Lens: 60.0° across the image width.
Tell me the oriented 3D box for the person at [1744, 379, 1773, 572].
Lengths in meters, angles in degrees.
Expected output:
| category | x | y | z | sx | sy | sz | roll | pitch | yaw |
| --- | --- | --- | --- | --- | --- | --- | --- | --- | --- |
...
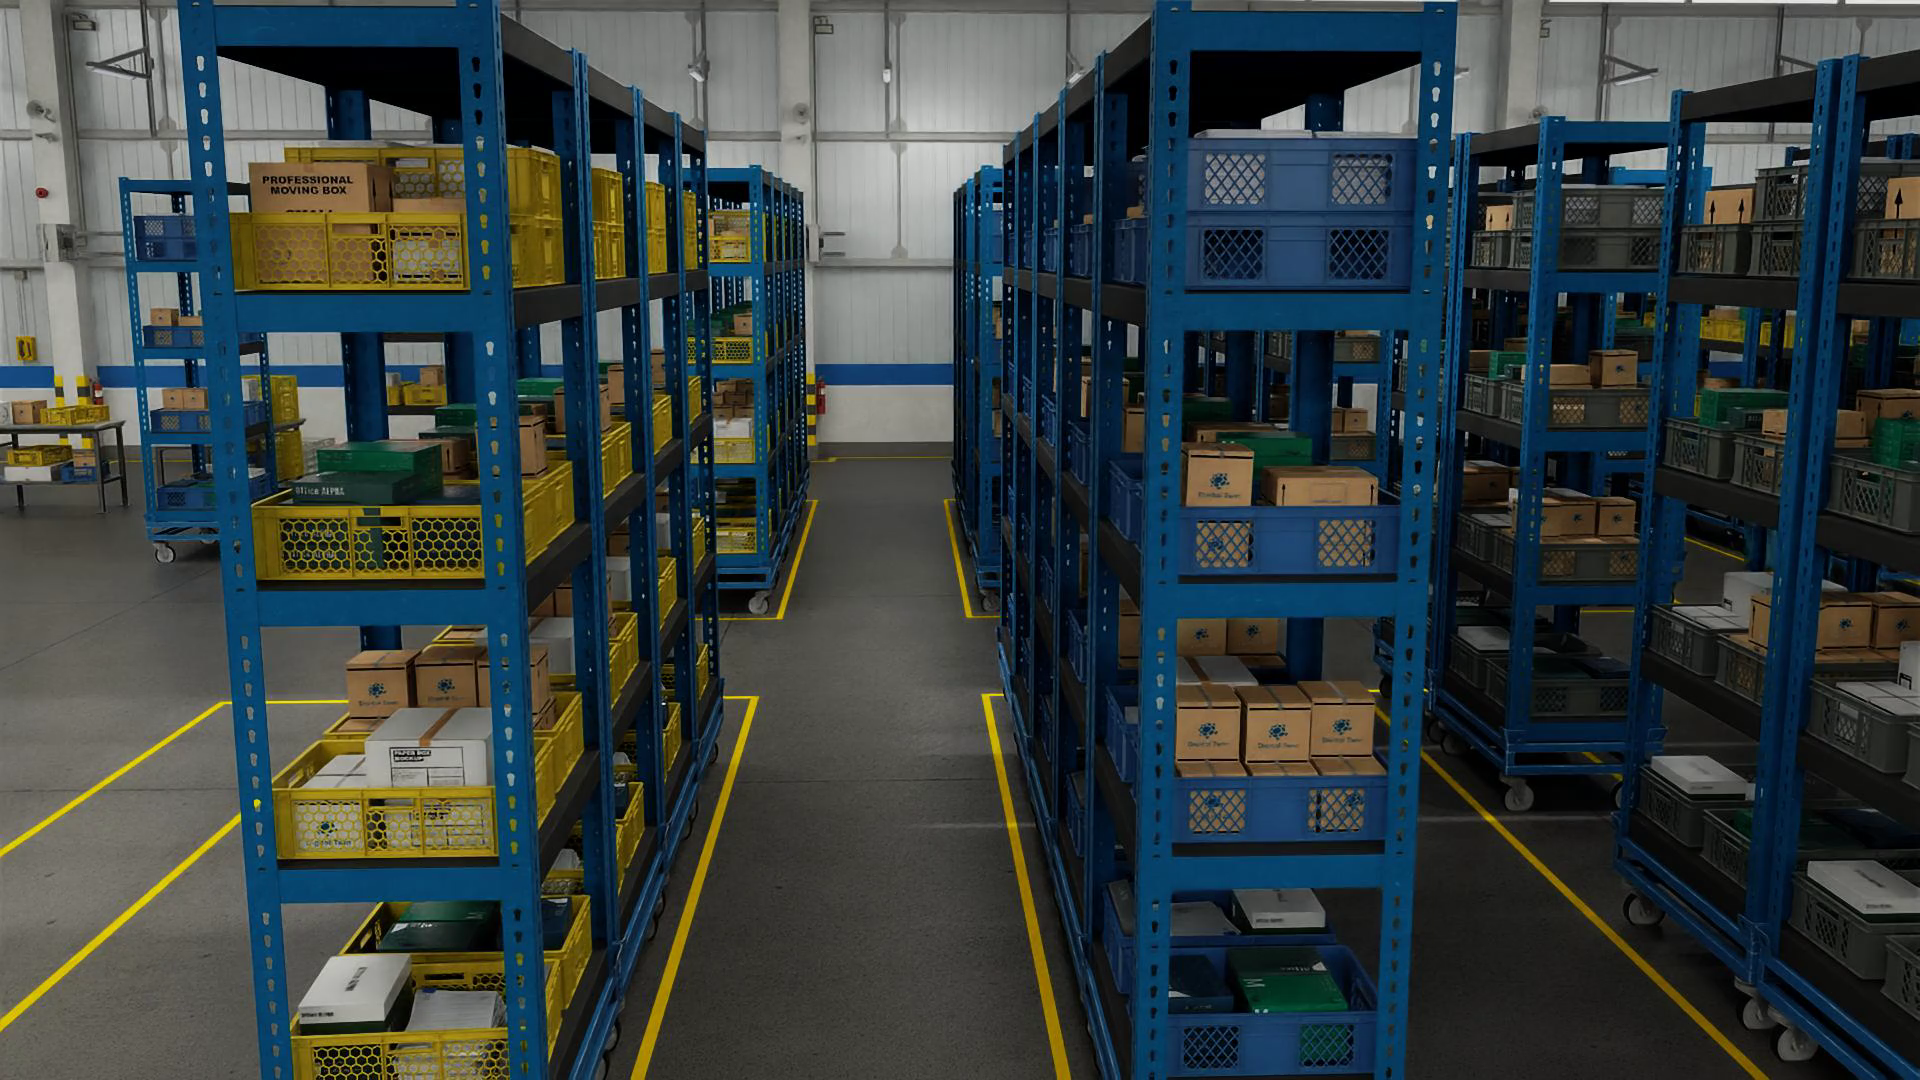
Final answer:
| category | x | y | z | sx | sy | sz | roll | pitch | yaw |
| --- | --- | --- | --- | --- | --- | --- | --- | --- | --- |
| person | 7.021 | -0.496 | 14.613 | 0.595 | 1.823 | 0.499 | -1 | 10 | -5 |
